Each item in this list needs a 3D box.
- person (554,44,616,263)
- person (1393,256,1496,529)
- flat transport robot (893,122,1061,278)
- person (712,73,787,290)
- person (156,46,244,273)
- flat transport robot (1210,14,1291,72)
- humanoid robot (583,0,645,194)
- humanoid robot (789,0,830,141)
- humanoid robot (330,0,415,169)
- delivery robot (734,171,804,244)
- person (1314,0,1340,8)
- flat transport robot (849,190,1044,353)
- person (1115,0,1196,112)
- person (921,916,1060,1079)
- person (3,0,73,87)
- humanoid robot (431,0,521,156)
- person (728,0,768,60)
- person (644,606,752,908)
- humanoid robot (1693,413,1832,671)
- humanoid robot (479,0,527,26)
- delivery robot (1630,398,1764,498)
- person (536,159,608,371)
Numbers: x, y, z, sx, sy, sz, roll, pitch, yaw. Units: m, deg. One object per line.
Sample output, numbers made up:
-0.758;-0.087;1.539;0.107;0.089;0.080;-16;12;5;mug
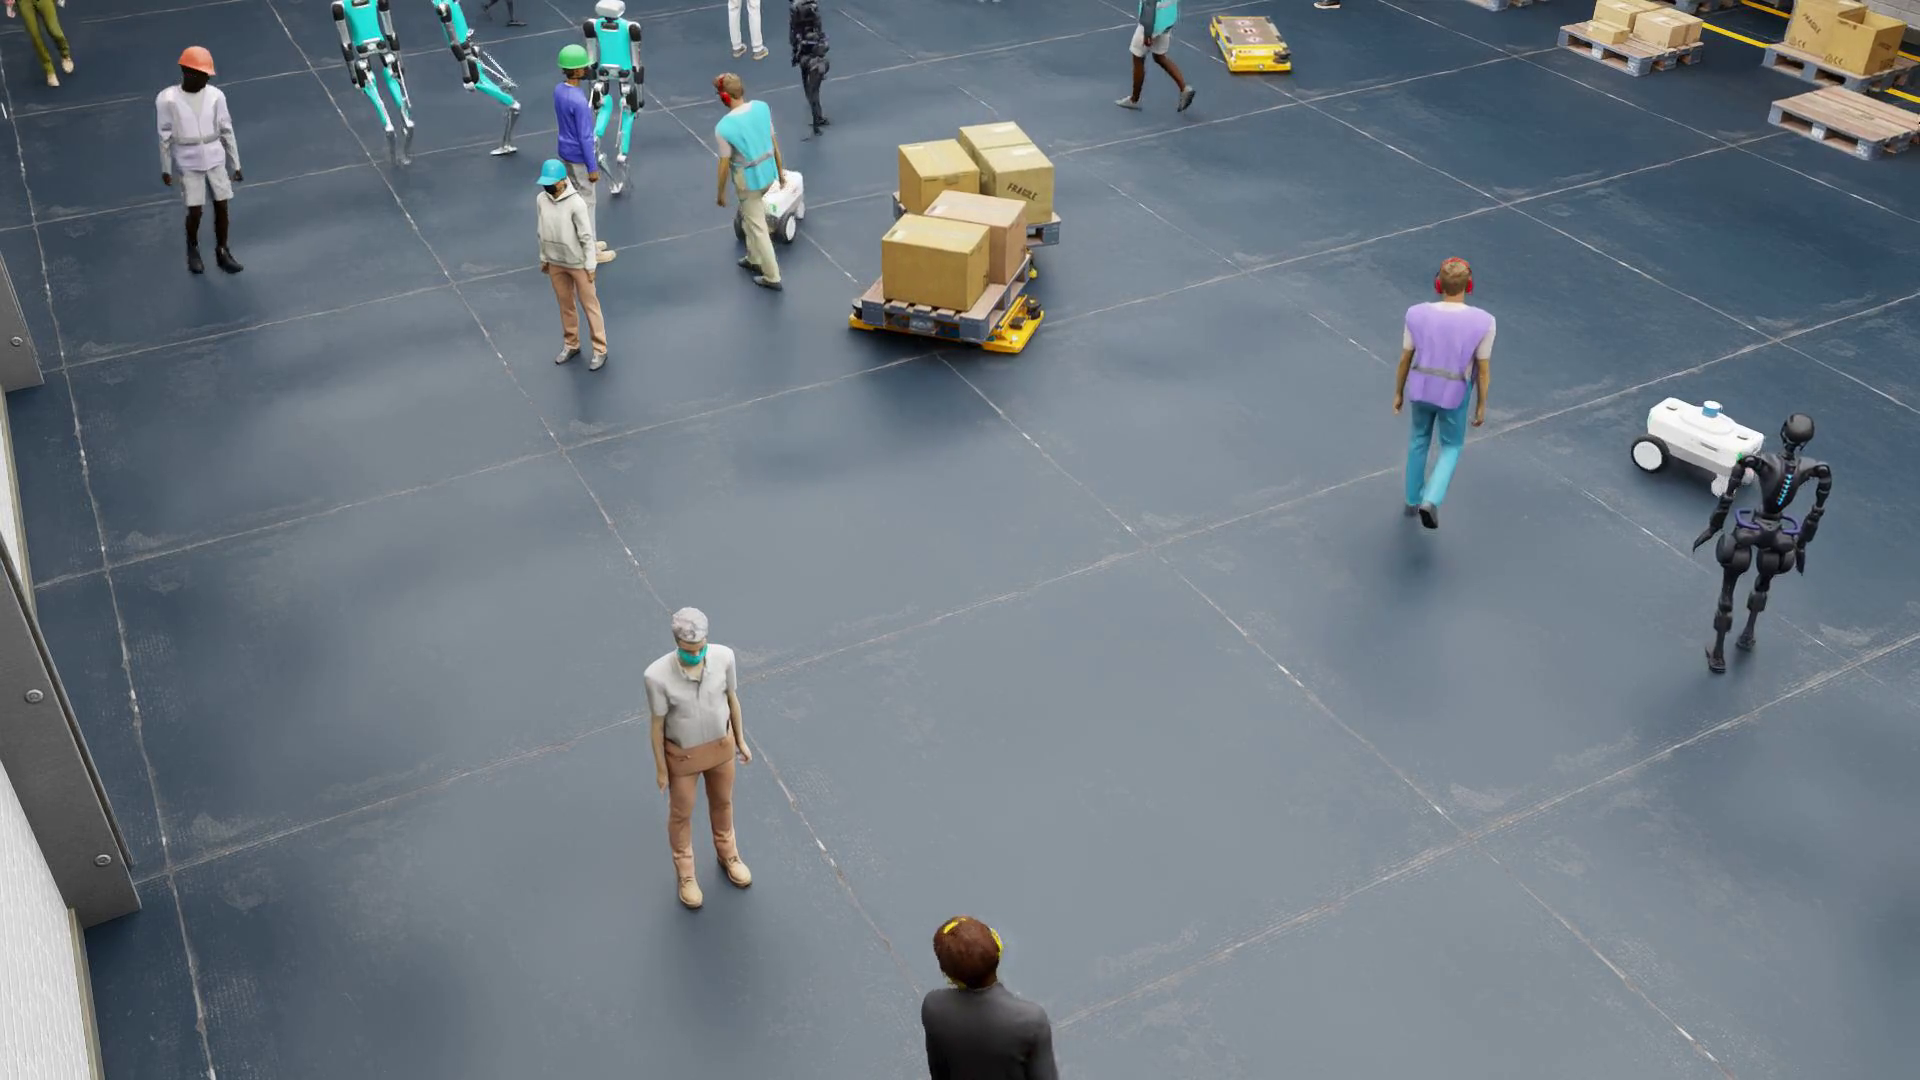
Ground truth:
-3.157;-3.219;13.929;0.380;1.866;0.452;-22;41;-29;person
3.051;-0.891;10.640;0.604;1.812;0.587;16;38;22;person
0.126;-2.599;14.427;0.659;0.231;1.431;-10;36;-14;flat transport robot
-1.777;-2.927;13.543;0.706;1.812;0.594;21;40;27;person
-6.292;-3.129;13.784;0.643;1.878;0.420;-25;42;-31;person
3.254;-5.595;18.704;0.659;0.231;1.431;-1;35;-2;flat transport robot
-3.141;-3.876;15.023;0.547;1.846;0.741;5;35;7;humanoid robot
-1.447;-4.780;16.342;0.401;1.648;0.608;-24;41;-30;humanoid robot
-5.426;-4.299;15.630;0.552;1.841;0.709;-20;40;-26;humanoid robot
-1.654;-2.998;14.731;0.499;0.576;0.768;9;36;13;delivery robot
4.485;-7.323;19.694;0.368;1.965;0.605;5;35;7;person
-0.105;-1.816;13.308;1.431;0.231;0.659;11;37;16;flat transport robot
2.005;-5.233;16.752;0.781;1.916;0.563;25;42;31;person
0.135;2.167;6.255;0.685;1.849;0.338;13;37;18;person
-9.757;-5.712;17.519;0.559;1.819;0.449;-13;37;-18;person
-4.516;-4.480;15.860;0.783;1.793;0.548;-5;35;-7;humanoid robot
-2.379;-6.220;18.196;0.573;1.880;0.361;10;36;14;person
-1.242;1.016;7.986;0.479;1.736;0.327;-18;39;-23;person
4.549;-0.008;9.502;0.600;1.651;0.448;8;36;11;humanoid robot
-5.391;-6.798;19.212;0.588;1.643;0.611;-1;35;-1;humanoid robot
5.093;-0.676;11.424;0.499;0.586;0.772;-27;43;-33;delivery robot
-2.932;-2.057;12.433;0.475;1.669;0.388;13;37;18;person
